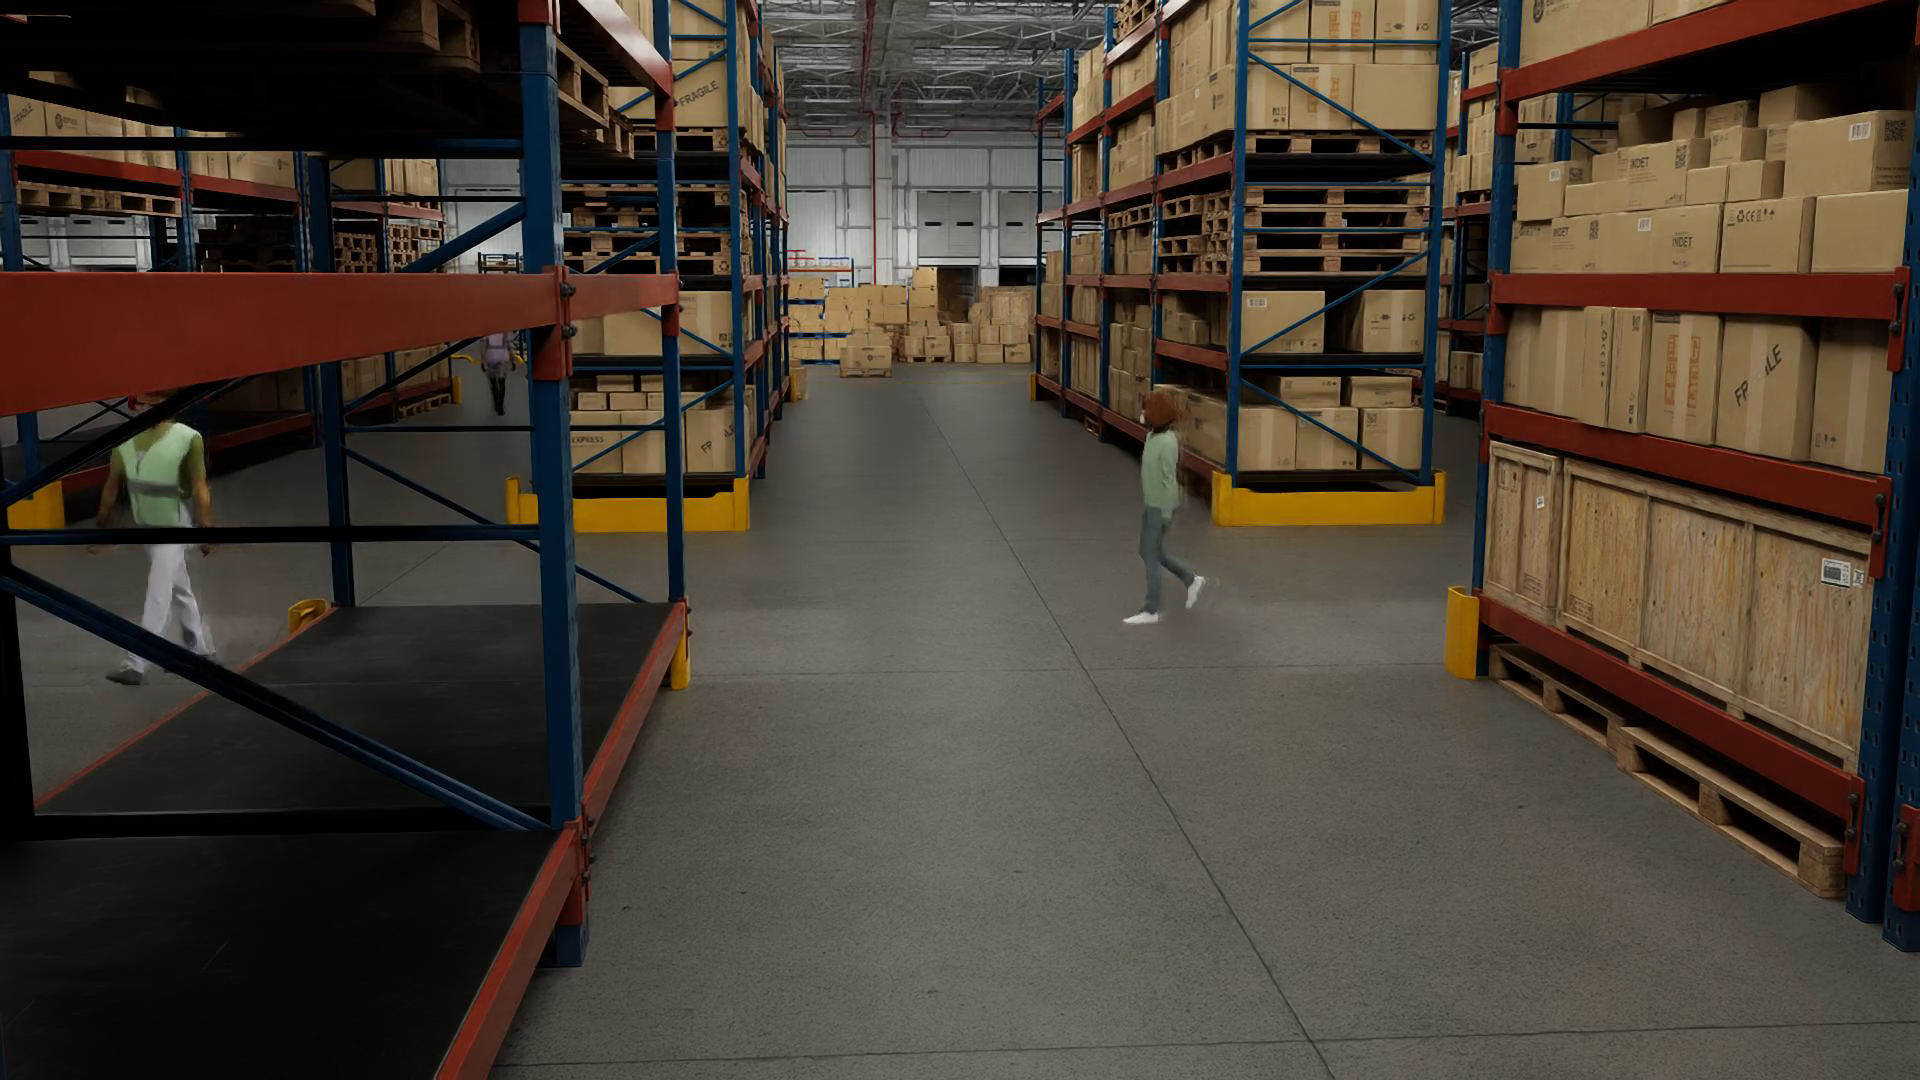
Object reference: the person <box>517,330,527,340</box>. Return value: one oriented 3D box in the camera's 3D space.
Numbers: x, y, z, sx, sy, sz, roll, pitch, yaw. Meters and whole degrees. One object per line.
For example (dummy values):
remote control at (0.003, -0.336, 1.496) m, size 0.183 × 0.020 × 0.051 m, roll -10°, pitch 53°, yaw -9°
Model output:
person at (-16.286, -8.445, 61.956) m, size 0.609 × 1.986 × 0.391 m, roll -5°, pitch 10°, yaw -27°

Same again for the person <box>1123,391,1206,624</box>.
person at (1.427, -0.222, 11.485) m, size 0.559 × 1.620 × 0.509 m, roll -2°, pitch 9°, yaw -10°

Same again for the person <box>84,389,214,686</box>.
person at (-4.791, -0.043, 9.775) m, size 0.624 × 1.790 × 0.915 m, roll 3°, pitch 10°, yaw 20°

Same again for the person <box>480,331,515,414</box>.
person at (-8.040, -3.137, 28.931) m, size 0.560 × 1.896 × 0.986 m, roll -2°, pitch 9°, yaw -12°
